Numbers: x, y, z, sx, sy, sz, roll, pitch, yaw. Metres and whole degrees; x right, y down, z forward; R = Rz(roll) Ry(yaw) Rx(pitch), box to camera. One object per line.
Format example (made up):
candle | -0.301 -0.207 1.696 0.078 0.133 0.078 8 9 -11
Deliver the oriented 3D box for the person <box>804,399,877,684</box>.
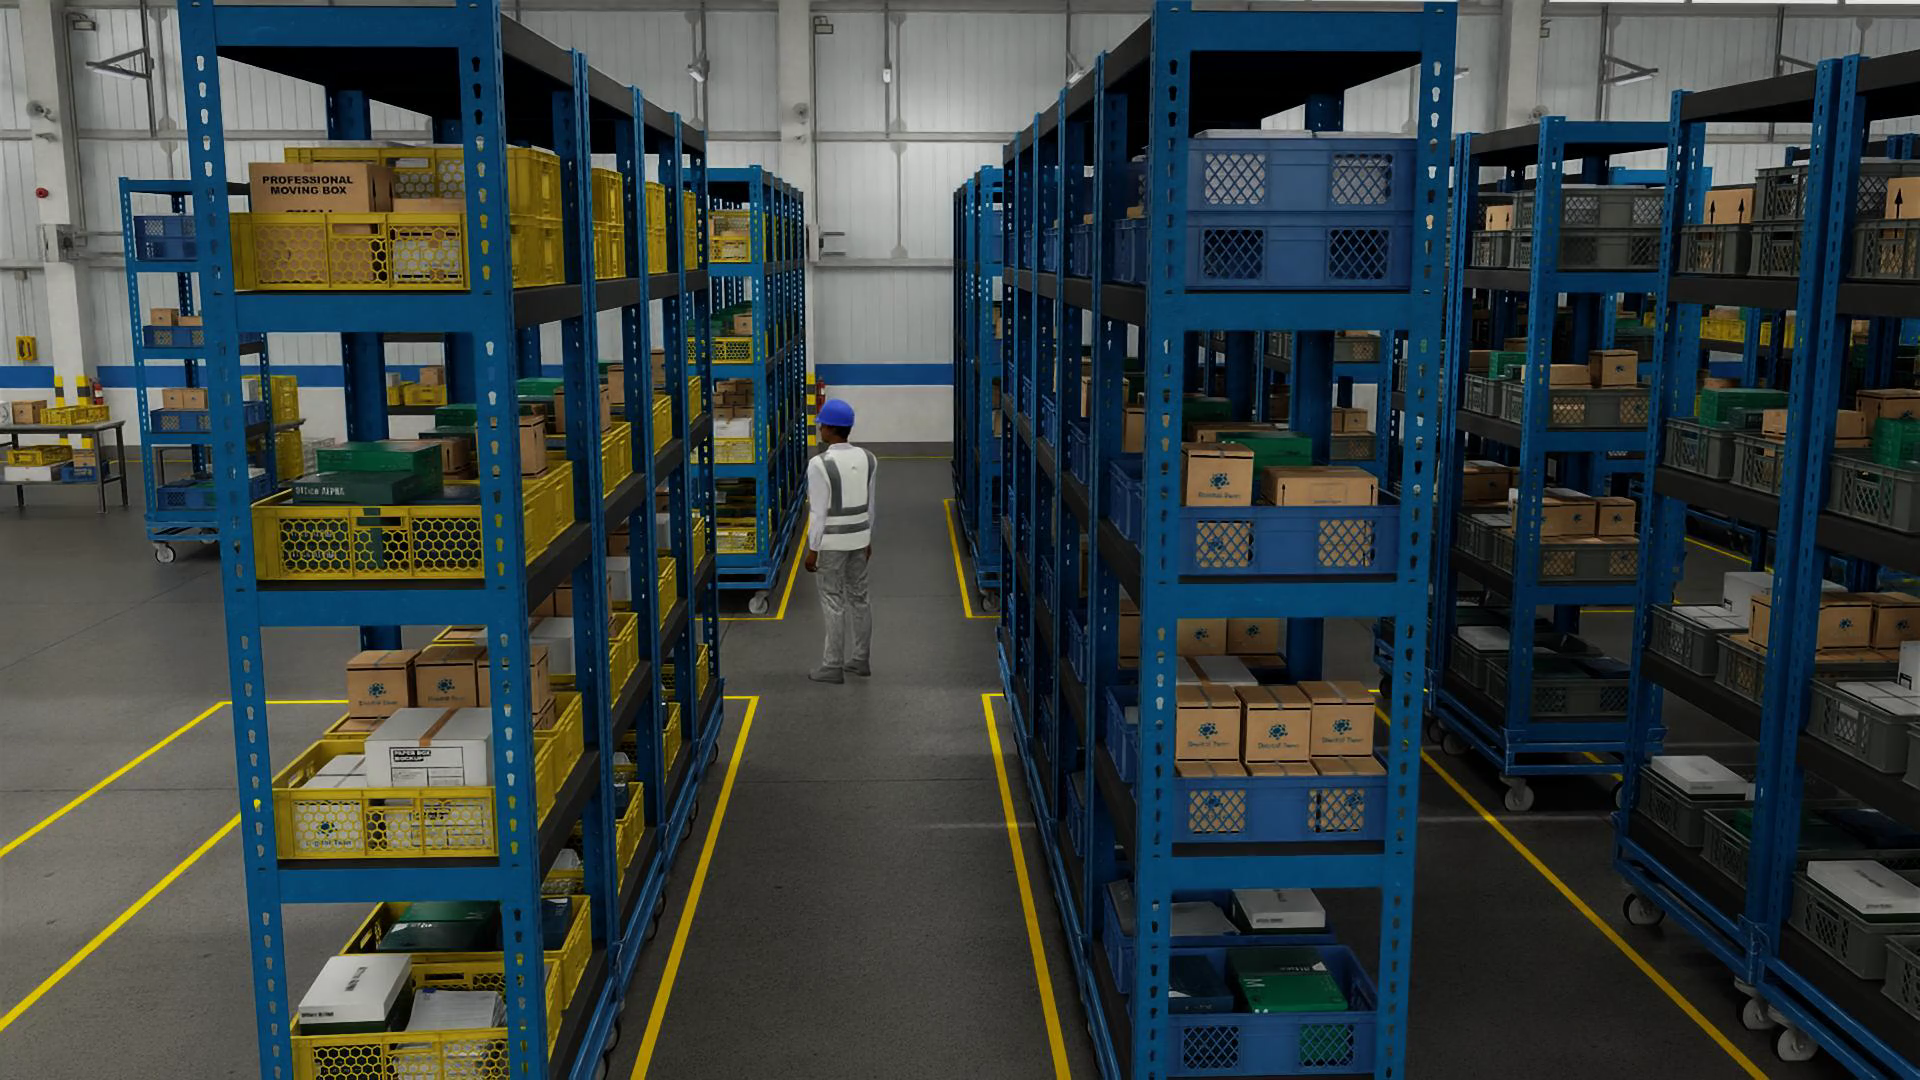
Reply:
person | -0.823 0.009 11.390 0.392 1.946 0.616 8 13 40
